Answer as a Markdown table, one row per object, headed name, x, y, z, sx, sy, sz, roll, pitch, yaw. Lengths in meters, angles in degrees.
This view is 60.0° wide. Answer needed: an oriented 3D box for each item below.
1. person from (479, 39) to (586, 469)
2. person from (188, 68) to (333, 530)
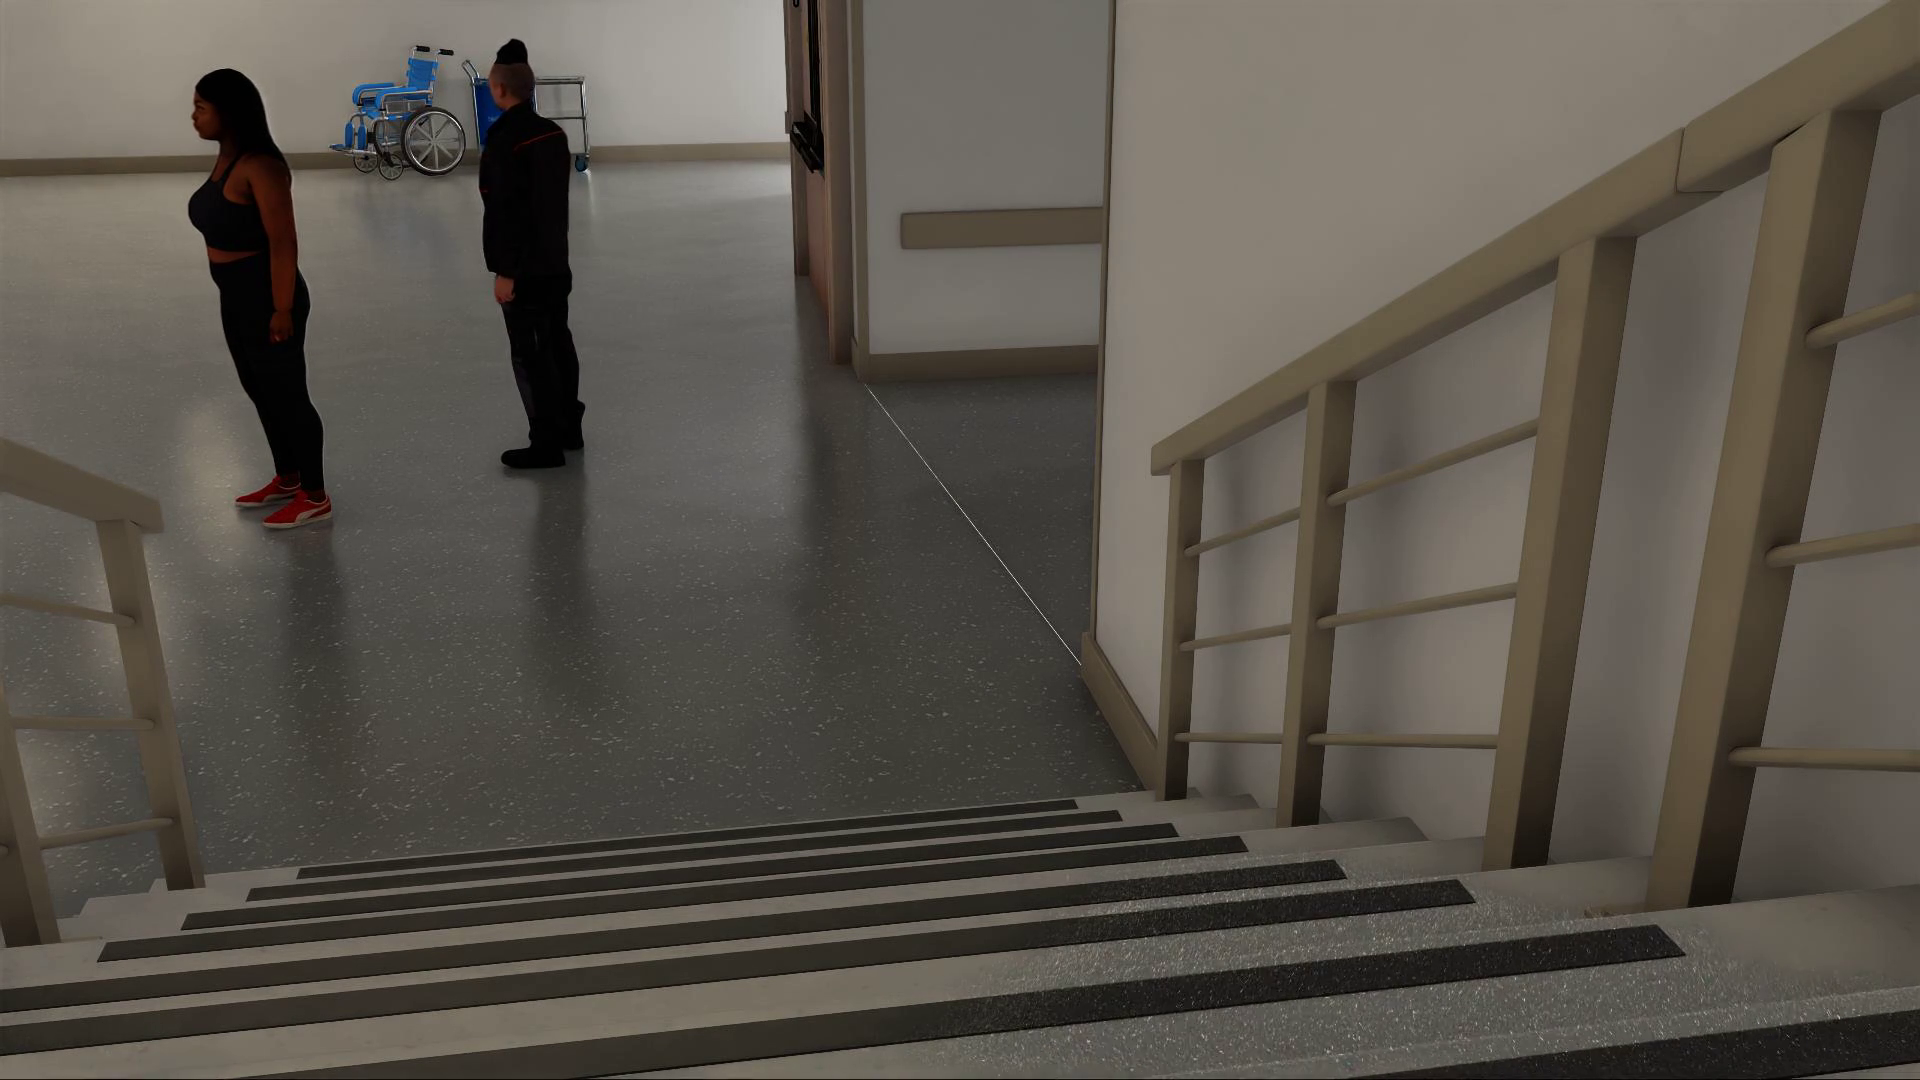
| name | x | y | z | sx | sy | sz | roll | pitch | yaw |
| --- | --- | --- | --- | --- | --- | --- | --- | --- | --- |
| person | -1.901 | -1.265 | 7.407 | 0.901 | 1.871 | 0.703 | 4 | 21 | 10 |
| person | -2.807 | -0.964 | 6.689 | 0.842 | 1.816 | 0.730 | -17 | 26 | -37 |
